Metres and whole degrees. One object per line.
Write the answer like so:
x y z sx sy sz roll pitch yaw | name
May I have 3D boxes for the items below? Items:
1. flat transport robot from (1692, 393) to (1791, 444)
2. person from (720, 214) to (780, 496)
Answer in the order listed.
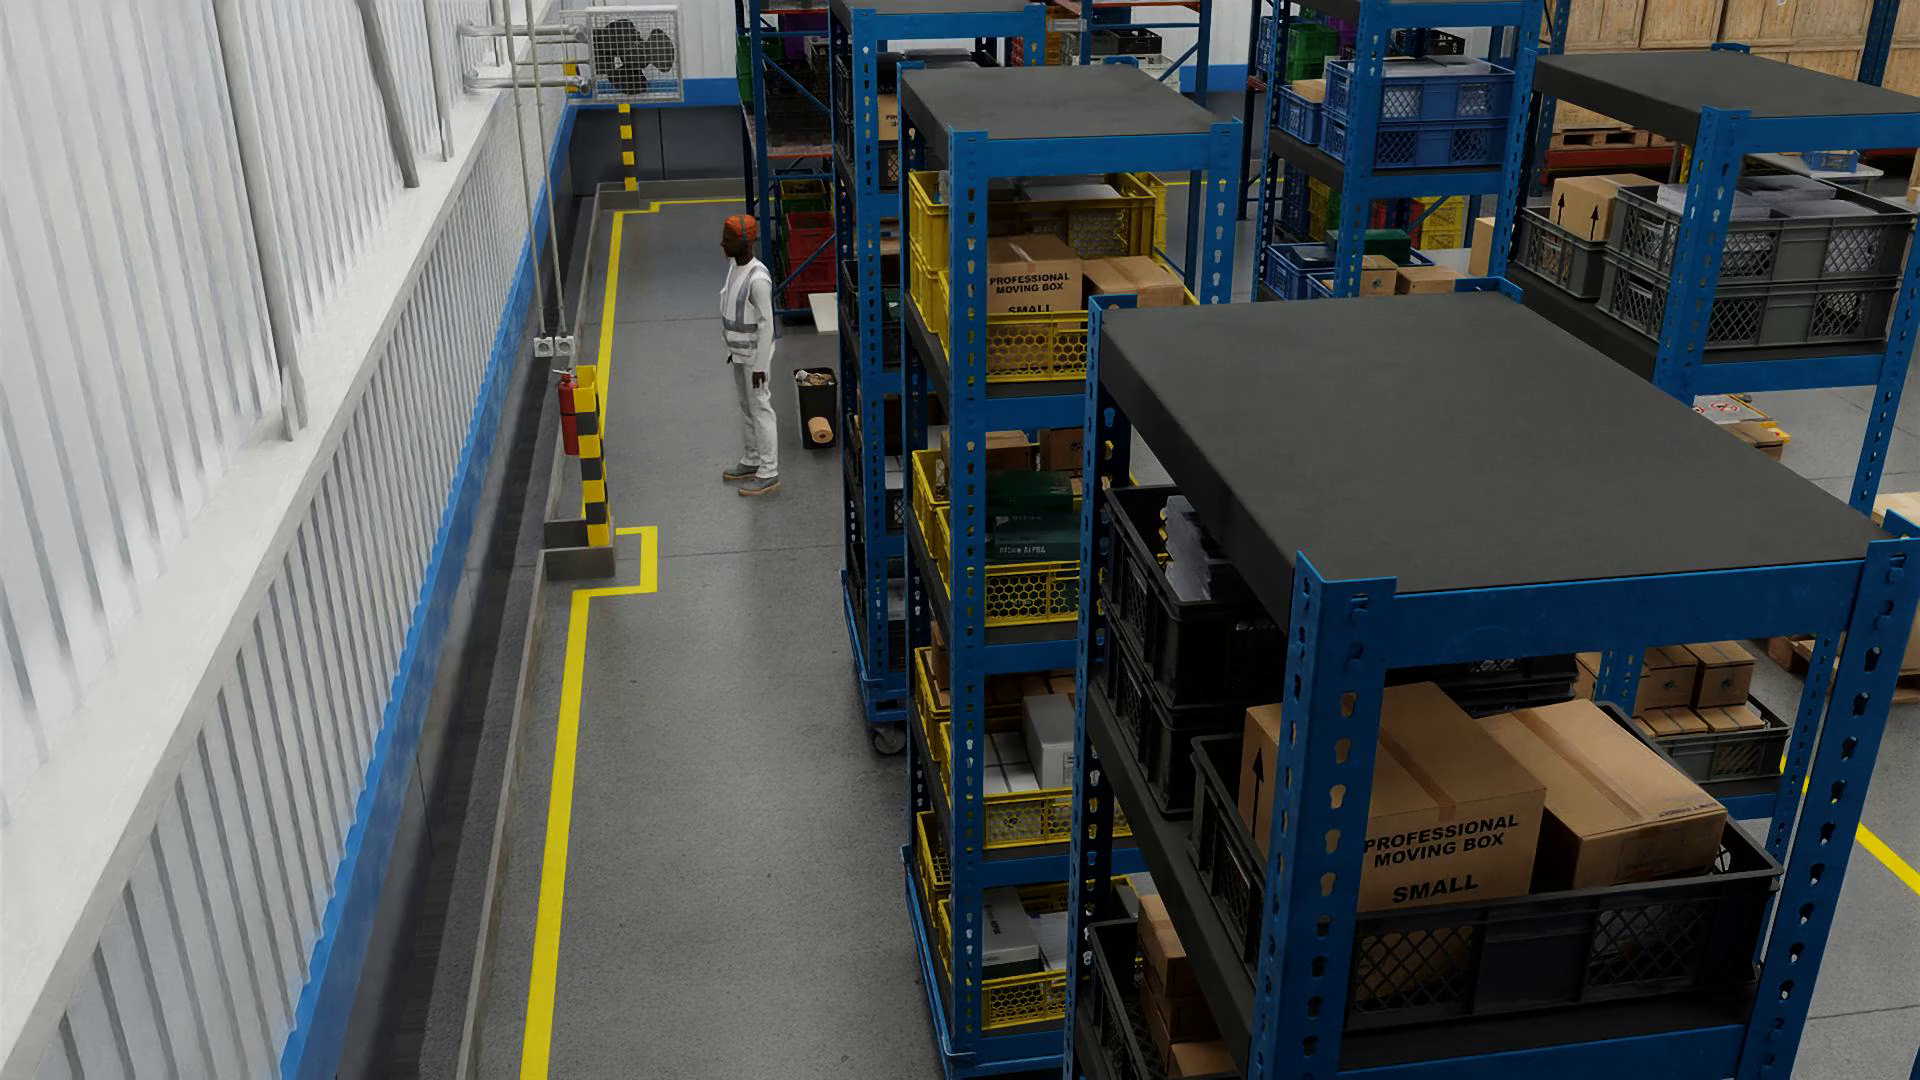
5.224 -0.859 12.132 1.431 0.197 0.652 -4 25 -8 | flat transport robot
-1.409 -1.228 11.037 0.352 1.882 0.579 -12 27 -24 | person
